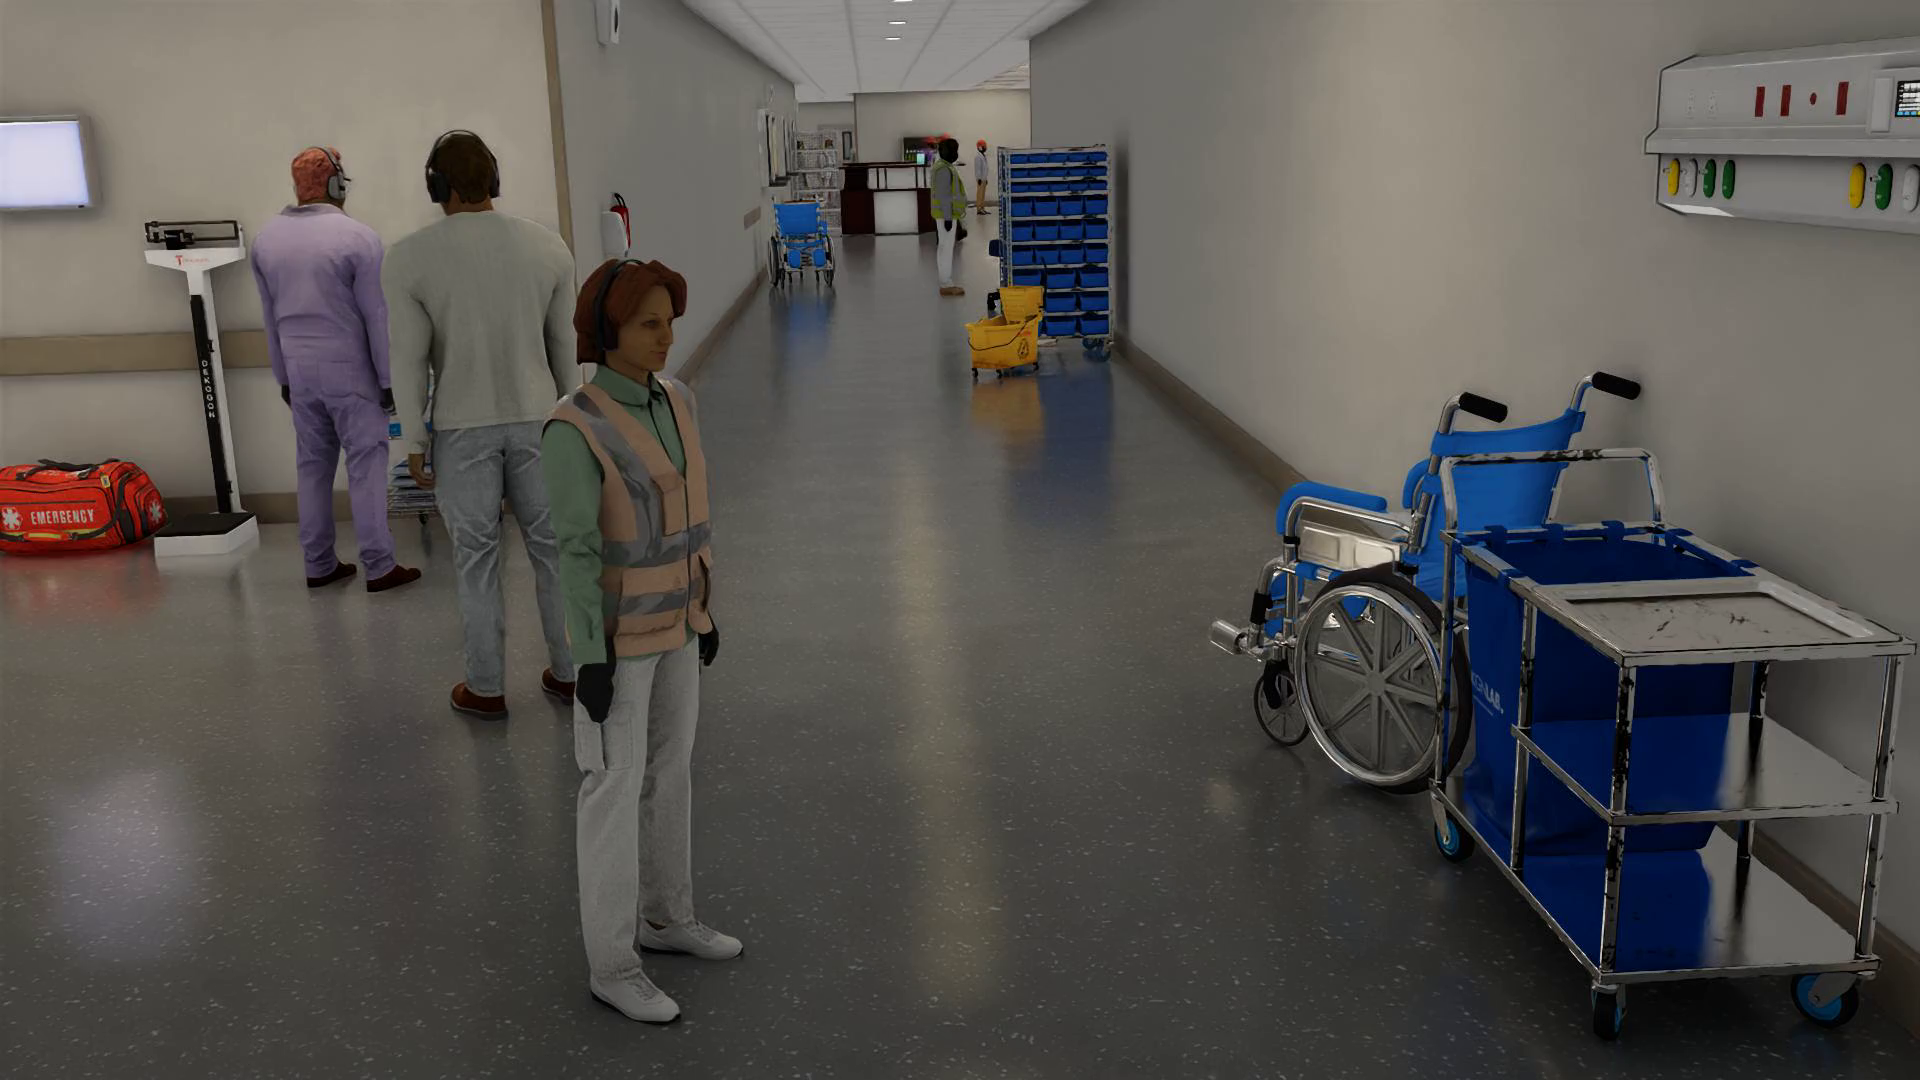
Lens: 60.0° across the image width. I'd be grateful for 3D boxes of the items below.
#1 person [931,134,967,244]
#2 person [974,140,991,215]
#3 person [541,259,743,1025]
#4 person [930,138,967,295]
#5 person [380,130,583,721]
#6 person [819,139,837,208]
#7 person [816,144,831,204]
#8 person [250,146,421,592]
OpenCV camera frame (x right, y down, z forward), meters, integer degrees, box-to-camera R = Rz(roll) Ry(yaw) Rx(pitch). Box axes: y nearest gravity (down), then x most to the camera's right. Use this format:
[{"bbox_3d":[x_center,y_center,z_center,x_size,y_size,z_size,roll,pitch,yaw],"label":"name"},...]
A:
[{"bbox_3d":[-0.212,-6.231,29.524,0.571,1.887,0.993,5,15,25],"label":"person"},{"bbox_3d":[0.533,-8.624,39.555,0.321,1.755,0.566,2,14,16],"label":"person"},{"bbox_3d":[-0.691,0.216,3.622,0.310,1.636,0.523,3,15,20],"label":"person"},{"bbox_3d":[-0.131,-3.852,19.856,0.430,1.841,0.624,-1,14,1],"label":"person"},{"bbox_3d":[-1.541,-0.364,5.503,0.628,1.932,0.371,-10,16,-30],"label":"person"},{"bbox_3d":[-3.468,-9.717,44.281,0.568,1.878,0.351,-14,18,-41],"label":"person"},{"bbox_3d":[-3.934,-10.680,48.600,0.558,1.724,0.862,6,15,27],"label":"person"},{"bbox_3d":[-2.668,-0.721,7.167,0.647,1.899,0.399,3,15,20],"label":"person"}]
